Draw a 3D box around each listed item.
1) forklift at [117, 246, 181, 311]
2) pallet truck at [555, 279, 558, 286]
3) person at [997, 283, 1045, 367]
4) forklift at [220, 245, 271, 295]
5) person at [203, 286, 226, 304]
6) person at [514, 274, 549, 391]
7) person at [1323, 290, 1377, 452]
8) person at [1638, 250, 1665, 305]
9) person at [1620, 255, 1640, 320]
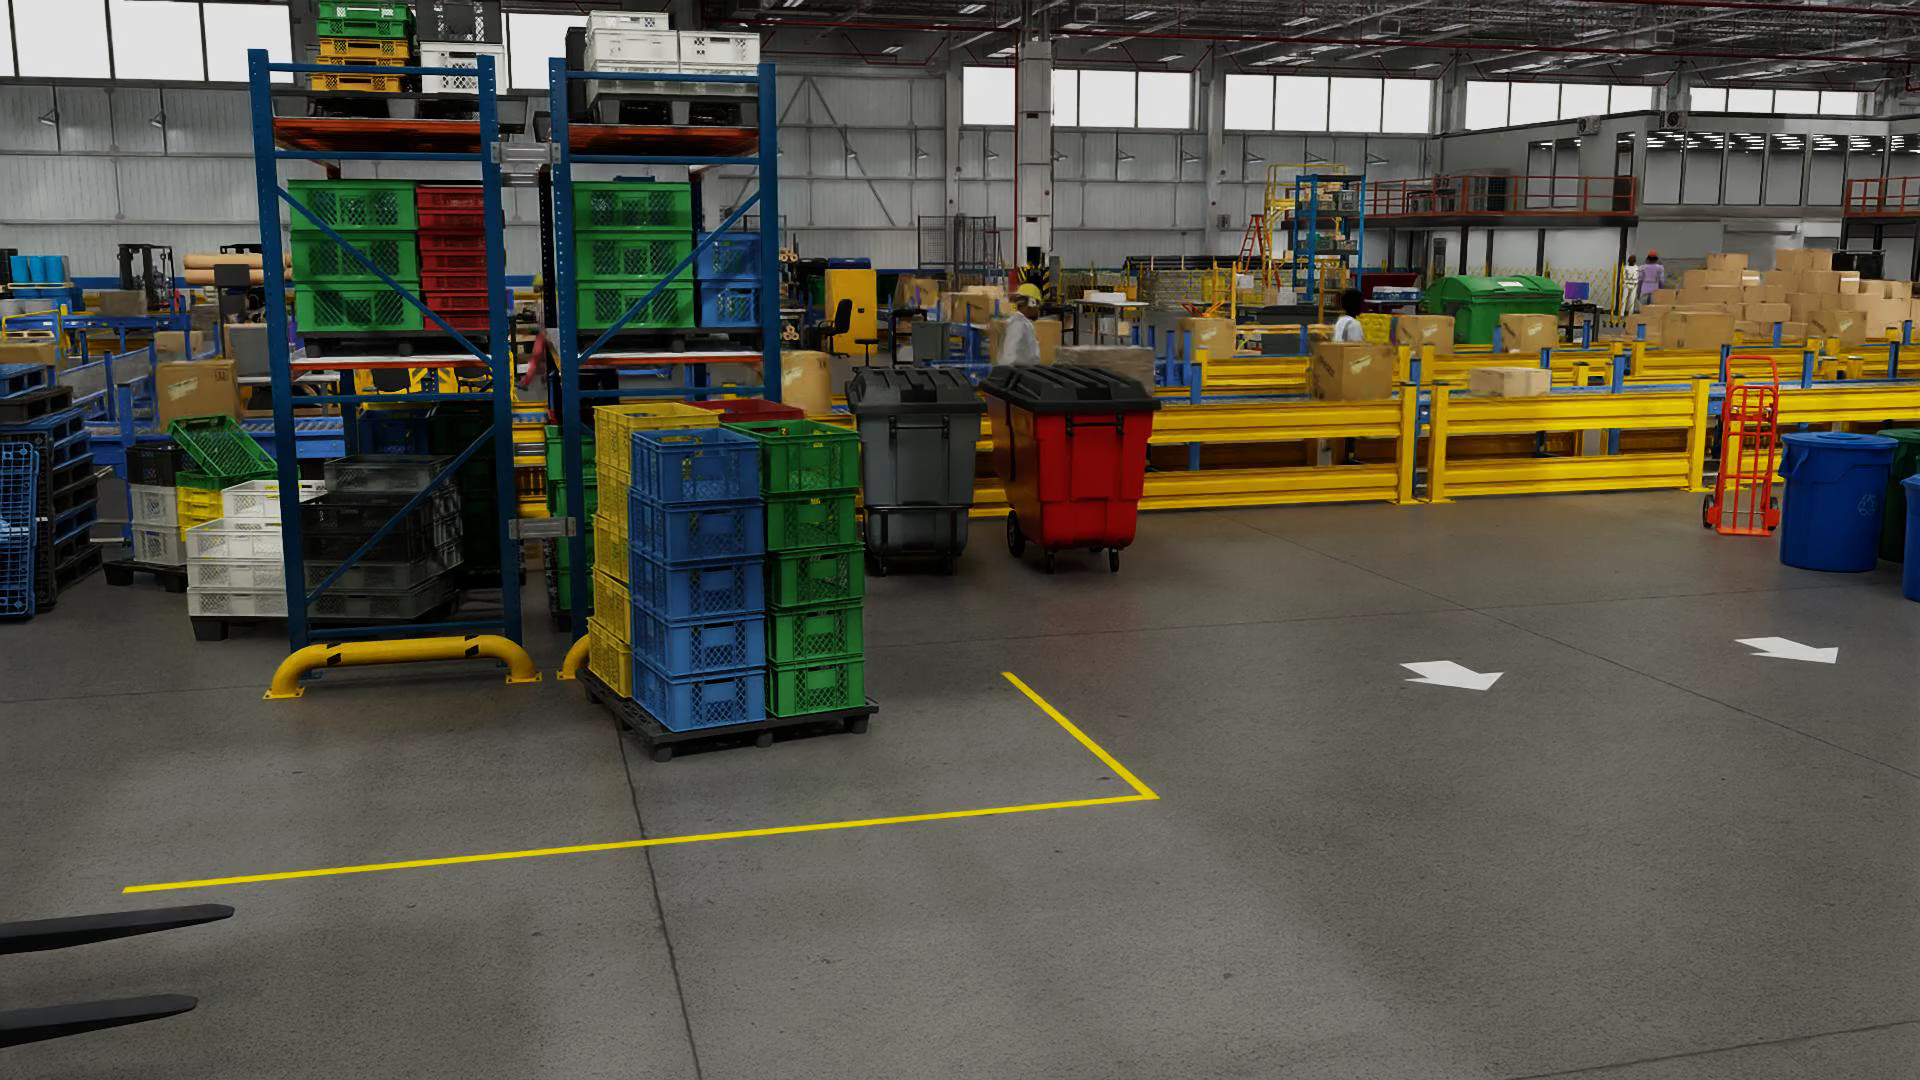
[{"bbox_3d":[-19.966,-6.232,40.894,1.157,1.987,2.680,-3,10,-15],"label":"forklift"},{"bbox_3d":[-10.604,-6.375,44.520,0.653,1.274,1.630,-3,10,-15],"label":"pallet truck"},{"bbox_3d":[0.533,-1.465,15.333,0.503,1.788,0.615,1,10,5],"label":"person"},{"bbox_3d":[-17.749,-6.334,41.440,1.157,1.987,2.680,-3,10,-17],"label":"forklift"},{"bbox_3d":[-16.615,-5.342,37.172,0.586,1.832,0.403,4,11,21],"label":"person"},{"bbox_3d":[-6.139,-3.044,24.487,0.917,1.719,0.529,2,10,10],"label":"person"},{"bbox_3d":[4.100,-1.739,17.186,0.697,1.669,0.552,-2,10,-10],"label":"person"},{"bbox_3d":[17.219,-6.206,41.490,0.605,2.034,0.397,4,11,23],"label":"person"},{"bbox_3d":[19.446,-7.331,48.284,0.584,1.882,0.337,0,10,-1],"label":"person"}]
